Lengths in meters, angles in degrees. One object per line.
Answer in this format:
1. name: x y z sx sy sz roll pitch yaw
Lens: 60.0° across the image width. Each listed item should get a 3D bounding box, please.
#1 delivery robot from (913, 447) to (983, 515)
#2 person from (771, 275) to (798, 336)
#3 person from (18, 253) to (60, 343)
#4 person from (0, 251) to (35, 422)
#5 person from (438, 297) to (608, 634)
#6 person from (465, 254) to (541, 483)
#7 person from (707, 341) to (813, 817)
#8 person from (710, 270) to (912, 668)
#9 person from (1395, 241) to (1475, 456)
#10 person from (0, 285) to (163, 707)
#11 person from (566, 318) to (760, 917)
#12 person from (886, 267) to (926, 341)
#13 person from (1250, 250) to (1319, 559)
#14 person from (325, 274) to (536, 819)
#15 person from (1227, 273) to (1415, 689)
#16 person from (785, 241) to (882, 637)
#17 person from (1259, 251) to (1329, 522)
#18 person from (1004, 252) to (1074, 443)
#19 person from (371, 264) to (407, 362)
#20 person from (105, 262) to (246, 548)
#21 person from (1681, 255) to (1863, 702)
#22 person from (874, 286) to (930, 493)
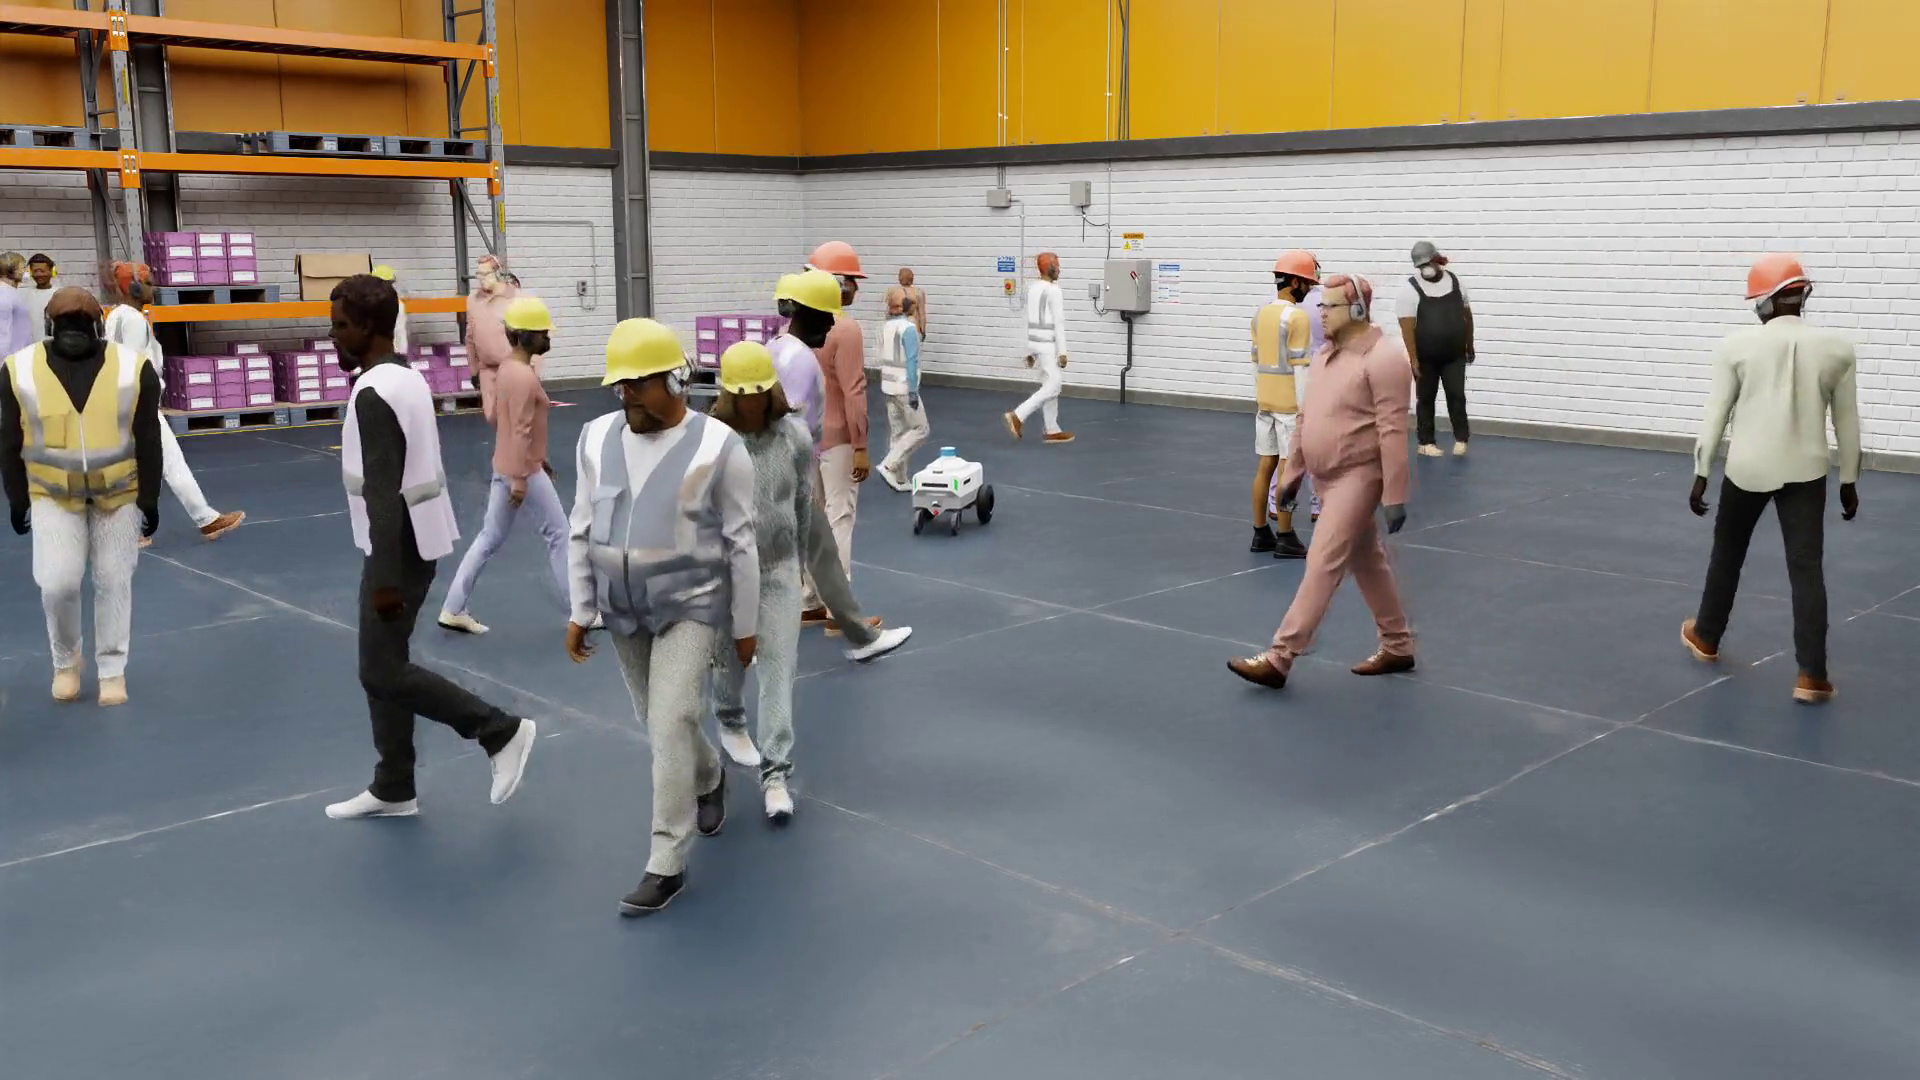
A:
1. delivery robot: -0.081 -0.401 11.527 0.477 0.478 0.707 3 11 15
2. person: -1.113 -0.934 11.418 0.353 1.756 0.518 -8 13 -36
3. person: -8.318 -1.679 15.198 0.513 1.861 0.327 -3 11 -14
4. person: -8.119 -1.553 14.441 1.033 1.877 0.648 -6 12 -32
5. person: -2.232 -0.361 8.397 0.916 1.720 0.536 -5 12 -26
6. person: -3.760 -1.437 13.839 0.695 1.876 0.698 4 11 21
7. person: -0.769 0.104 6.010 0.488 1.662 0.976 -3 11 -16
8. person: -0.749 -0.308 7.715 1.015 1.855 0.679 -4 11 -22
9. person: 4.332 -1.752 15.100 0.772 2.000 0.635 0 10 0
10. person: -3.740 -0.179 7.138 0.632 1.822 0.440 -5 12 -27
11. person: -0.903 0.185 5.260 0.580 1.789 0.889 4 11 20
12. person: -0.705 -2.737 21.639 0.530 1.615 0.731 1 10 4
13. person: 2.057 -0.848 10.476 0.374 1.928 0.542 -4 11 -23
14. person: -1.868 0.045 5.692 0.640 1.895 0.601 -2 11 -10
15. person: 1.675 -0.260 7.475 1.016 1.849 0.671 -3 11 -15
16. person: -0.650 -0.512 8.467 0.398 1.989 0.621 -8 13 -38
17. person: 2.417 -1.078 11.782 0.637 1.911 0.406 3 11 18
18. person: 0.780 -1.841 16.071 0.721 1.867 0.583 -4 11 -22
19. person: -5.801 -1.947 16.981 0.520 1.733 0.858 9 14 41
20. person: -5.198 -0.869 10.809 0.923 1.841 0.606 -9 14 -40
21. person: 3.673 -0.308 7.521 0.714 1.920 1.031 2 11 11
22. person: -0.450 -1.157 12.964 0.388 1.624 0.540 -5 11 -24
